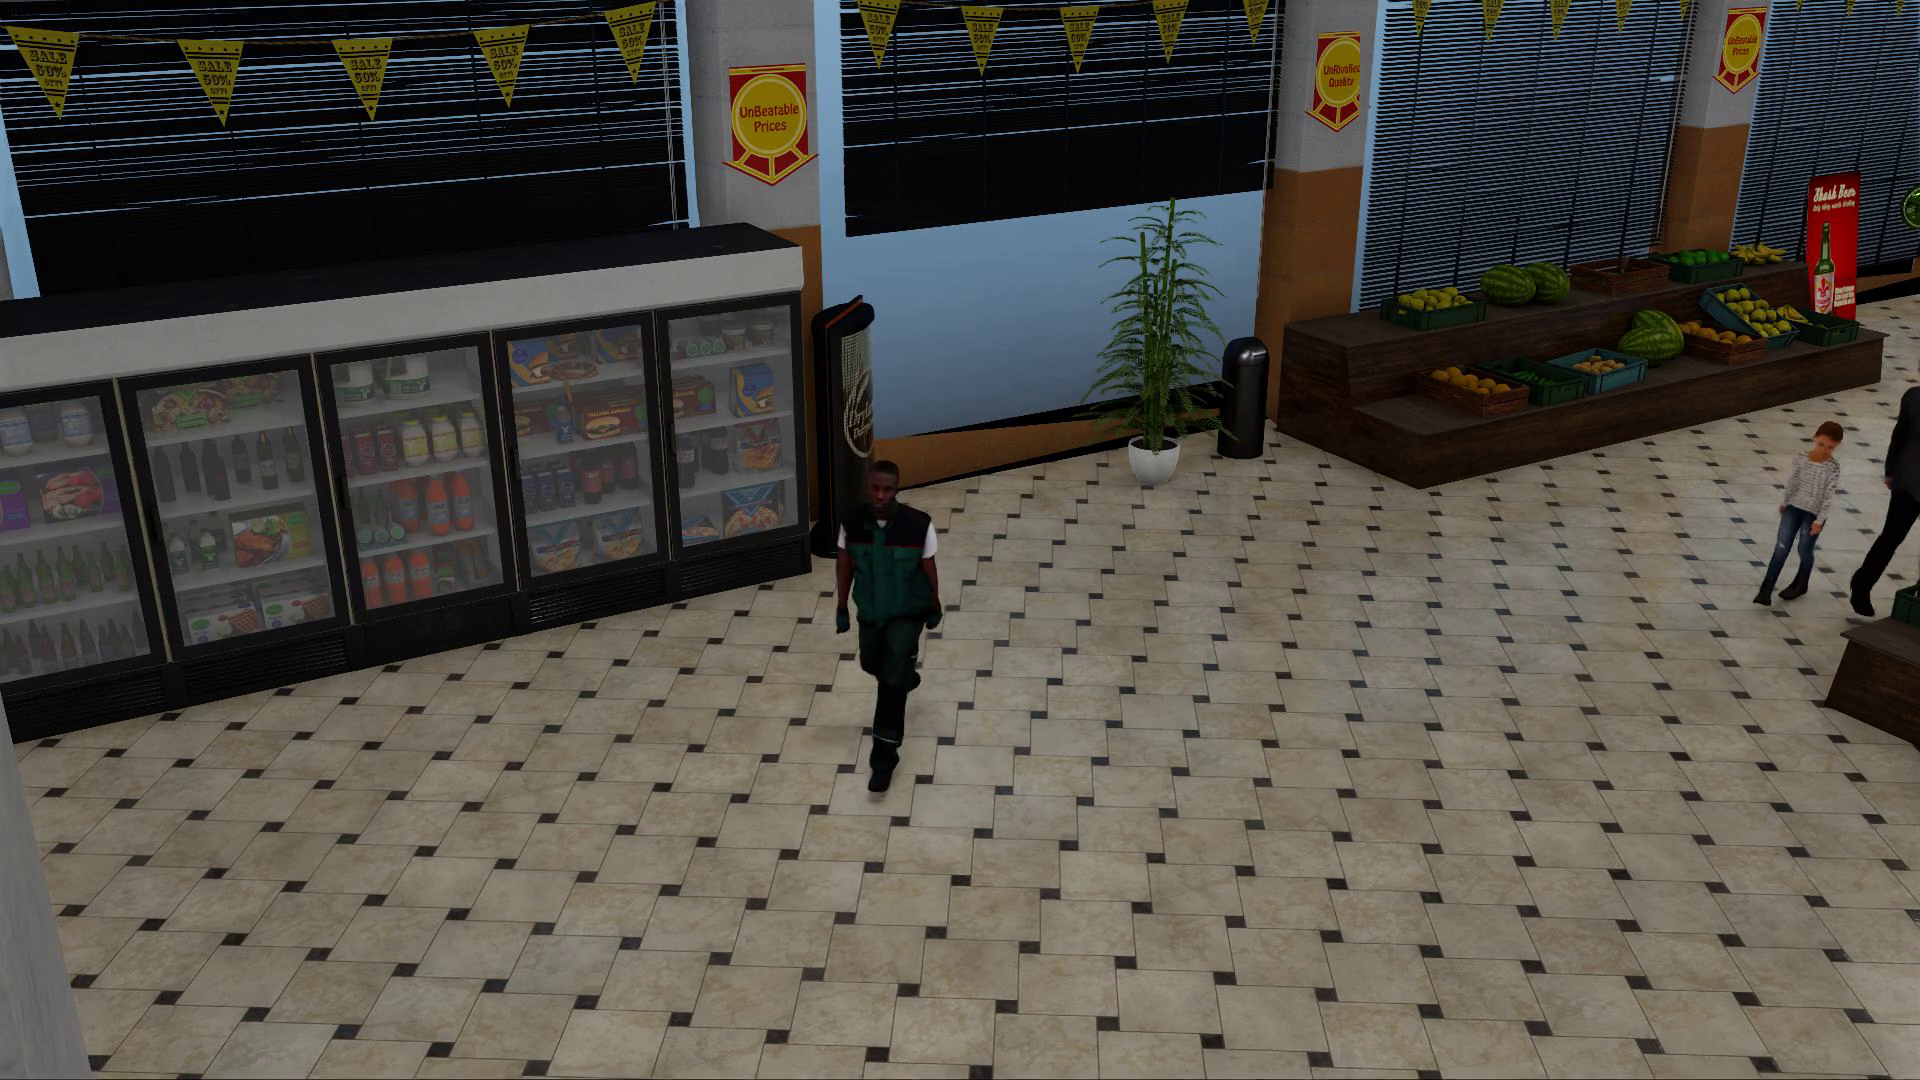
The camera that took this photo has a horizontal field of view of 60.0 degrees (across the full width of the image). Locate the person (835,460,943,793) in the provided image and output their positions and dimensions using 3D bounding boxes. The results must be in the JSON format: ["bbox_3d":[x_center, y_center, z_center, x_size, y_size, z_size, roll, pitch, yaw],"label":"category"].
[{"bbox_3d":[-0.349,0.374,8.860,1.245,1.786,1.323,8,23,18],"label":"person"}]

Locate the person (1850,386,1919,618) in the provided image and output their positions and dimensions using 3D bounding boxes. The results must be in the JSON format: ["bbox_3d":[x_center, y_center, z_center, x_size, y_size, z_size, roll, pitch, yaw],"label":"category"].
[{"bbox_3d":[6.120,-0.333,10.598,1.178,1.803,0.771,-14,26,-31],"label":"person"}]

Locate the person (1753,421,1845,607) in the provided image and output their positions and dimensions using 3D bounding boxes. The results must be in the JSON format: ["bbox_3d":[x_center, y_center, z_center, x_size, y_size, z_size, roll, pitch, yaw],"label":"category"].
[{"bbox_3d":[5.585,-0.168,10.886,0.844,1.280,0.561,-13,25,-29],"label":"person"}]
